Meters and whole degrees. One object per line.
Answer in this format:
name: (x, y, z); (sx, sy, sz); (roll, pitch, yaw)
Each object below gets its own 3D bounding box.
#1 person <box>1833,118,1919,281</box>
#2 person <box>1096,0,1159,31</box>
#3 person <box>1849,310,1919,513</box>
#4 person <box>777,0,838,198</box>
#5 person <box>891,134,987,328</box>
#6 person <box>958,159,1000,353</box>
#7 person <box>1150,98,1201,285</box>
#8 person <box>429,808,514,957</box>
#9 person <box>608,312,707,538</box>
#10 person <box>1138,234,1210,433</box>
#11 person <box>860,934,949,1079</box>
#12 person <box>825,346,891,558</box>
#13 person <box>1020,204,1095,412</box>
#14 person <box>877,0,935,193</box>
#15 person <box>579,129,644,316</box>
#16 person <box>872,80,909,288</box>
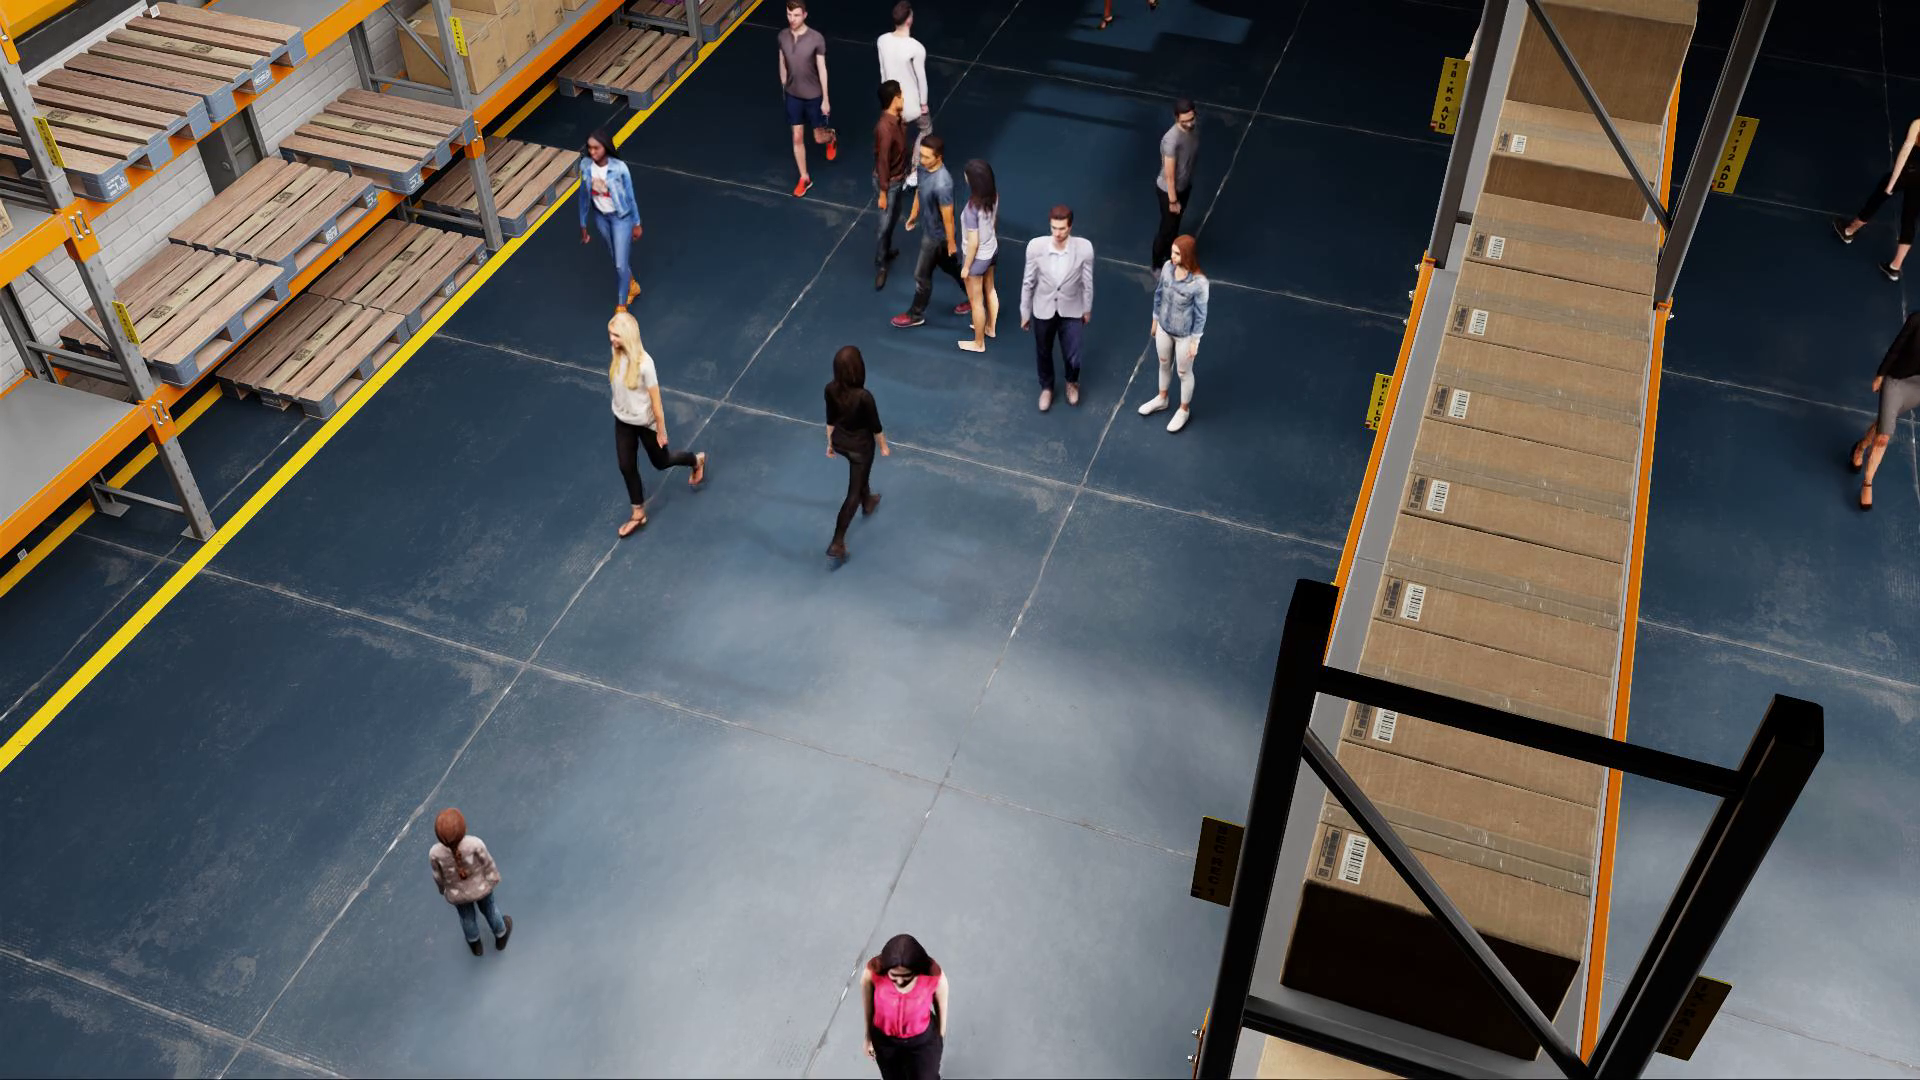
person: (8.071, -2.996, 14.073); (0.912, 1.686, 1.163); (-5, 44, -5)
person: (1.775, -6.123, 17.396); (1.016, 1.630, 0.964); (-16, 46, -16)
person: (6.825, -1.141, 12.038); (0.730, 1.809, 1.000); (7, 44, 7)
person: (-1.364, -4.072, 15.094); (0.659, 1.836, 0.985); (14, 45, 14)
person: (-0.096, -2.525, 13.521); (1.070, 1.767, 1.116); (-9, 44, -10)
person: (0.158, -2.277, 13.284); (0.671, 1.734, 0.486); (20, 47, 20)
person: (1.816, -3.039, 14.086); (0.906, 1.731, 0.515); (10, 45, 10)
person: (-2.748, 1.913, 9.277); (0.559, 1.194, 0.596); (-11, 45, -11)
person: (-2.184, -0.879, 11.768); (0.822, 1.800, 1.165); (27, 50, 25)
person: (1.661, -1.588, 12.586); (0.665, 1.700, 0.688); (-33, 53, -30)
person: (-0.280, 2.427, 8.408); (0.642, 1.650, 0.685); (5, 44, 5)
person: (-0.775, -0.594, 11.606); (0.728, 1.611, 1.105); (25, 49, 24)
person: (0.763, -1.819, 12.727); (0.731, 1.840, 0.681); (8, 44, 9)
person: (-0.532, -3.940, 14.957); (0.728, 1.834, 0.674); (23, 48, 22)
person: (-2.816, -2.652, 13.709); (0.631, 1.691, 0.906); (13, 45, 13)
person: (-0.637, -2.992, 14.015); (0.857, 1.761, 0.529); (17, 46, 17)
